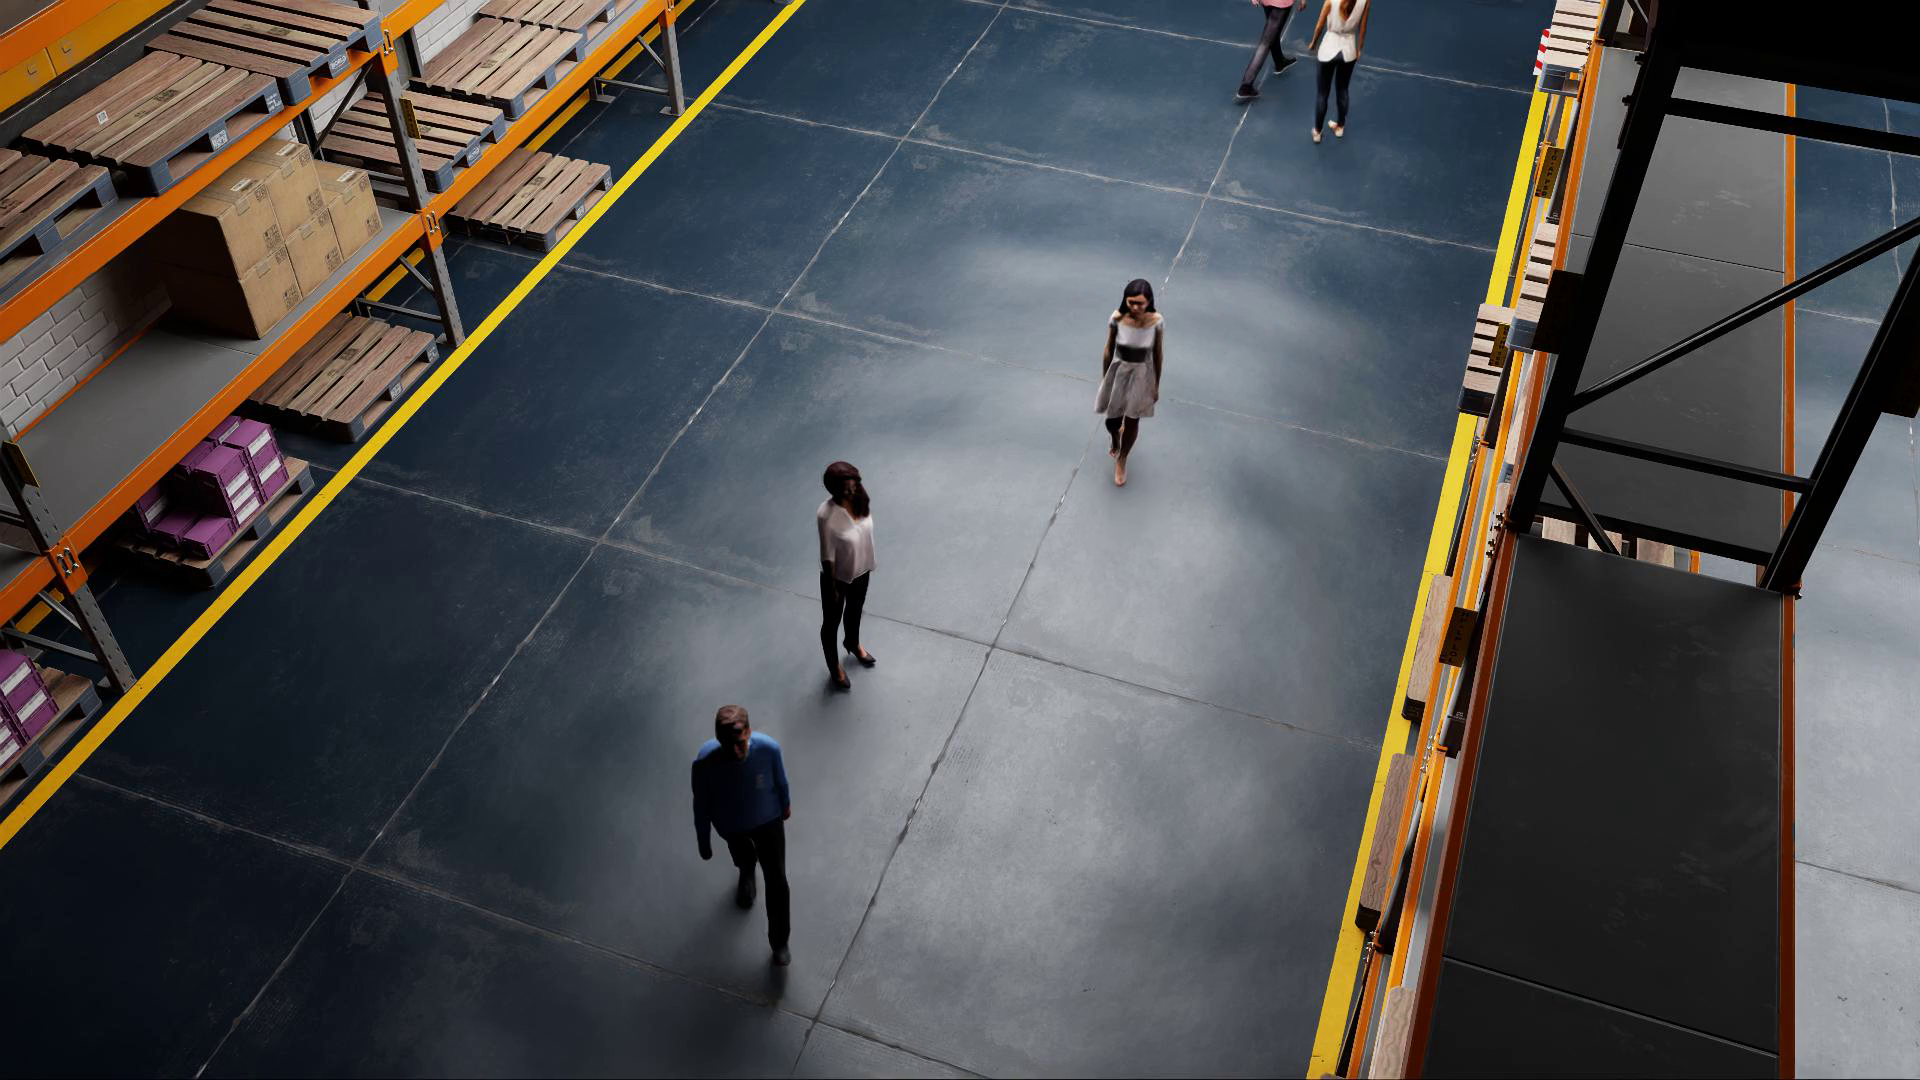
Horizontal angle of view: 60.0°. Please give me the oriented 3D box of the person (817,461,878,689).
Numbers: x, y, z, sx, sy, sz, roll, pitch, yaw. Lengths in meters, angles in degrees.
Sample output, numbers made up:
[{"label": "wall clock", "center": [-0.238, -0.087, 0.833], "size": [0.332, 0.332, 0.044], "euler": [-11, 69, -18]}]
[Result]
[{"label": "person", "center": [-0.730, 0.198, 10.502], "size": [0.729, 1.794, 0.560], "euler": [27, 50, 26]}]

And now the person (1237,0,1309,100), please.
[{"label": "person", "center": [2.997, -5.179, 16.064], "size": [1.324, 1.905, 1.022], "euler": [-33, 53, -30]}]

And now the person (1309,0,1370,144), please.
[{"label": "person", "center": [3.491, -4.485, 15.429], "size": [0.705, 1.778, 0.745], "euler": [-4, 44, -4]}]

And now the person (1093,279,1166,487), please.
[{"label": "person", "center": [1.237, -1.175, 11.966], "size": [0.725, 1.762, 0.829], "euler": [4, 44, 5]}]

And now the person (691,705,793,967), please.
[{"label": "person", "center": [-1.195, 1.451, 9.203], "size": [1.033, 1.770, 1.212], "euler": [-8, 44, -8]}]
